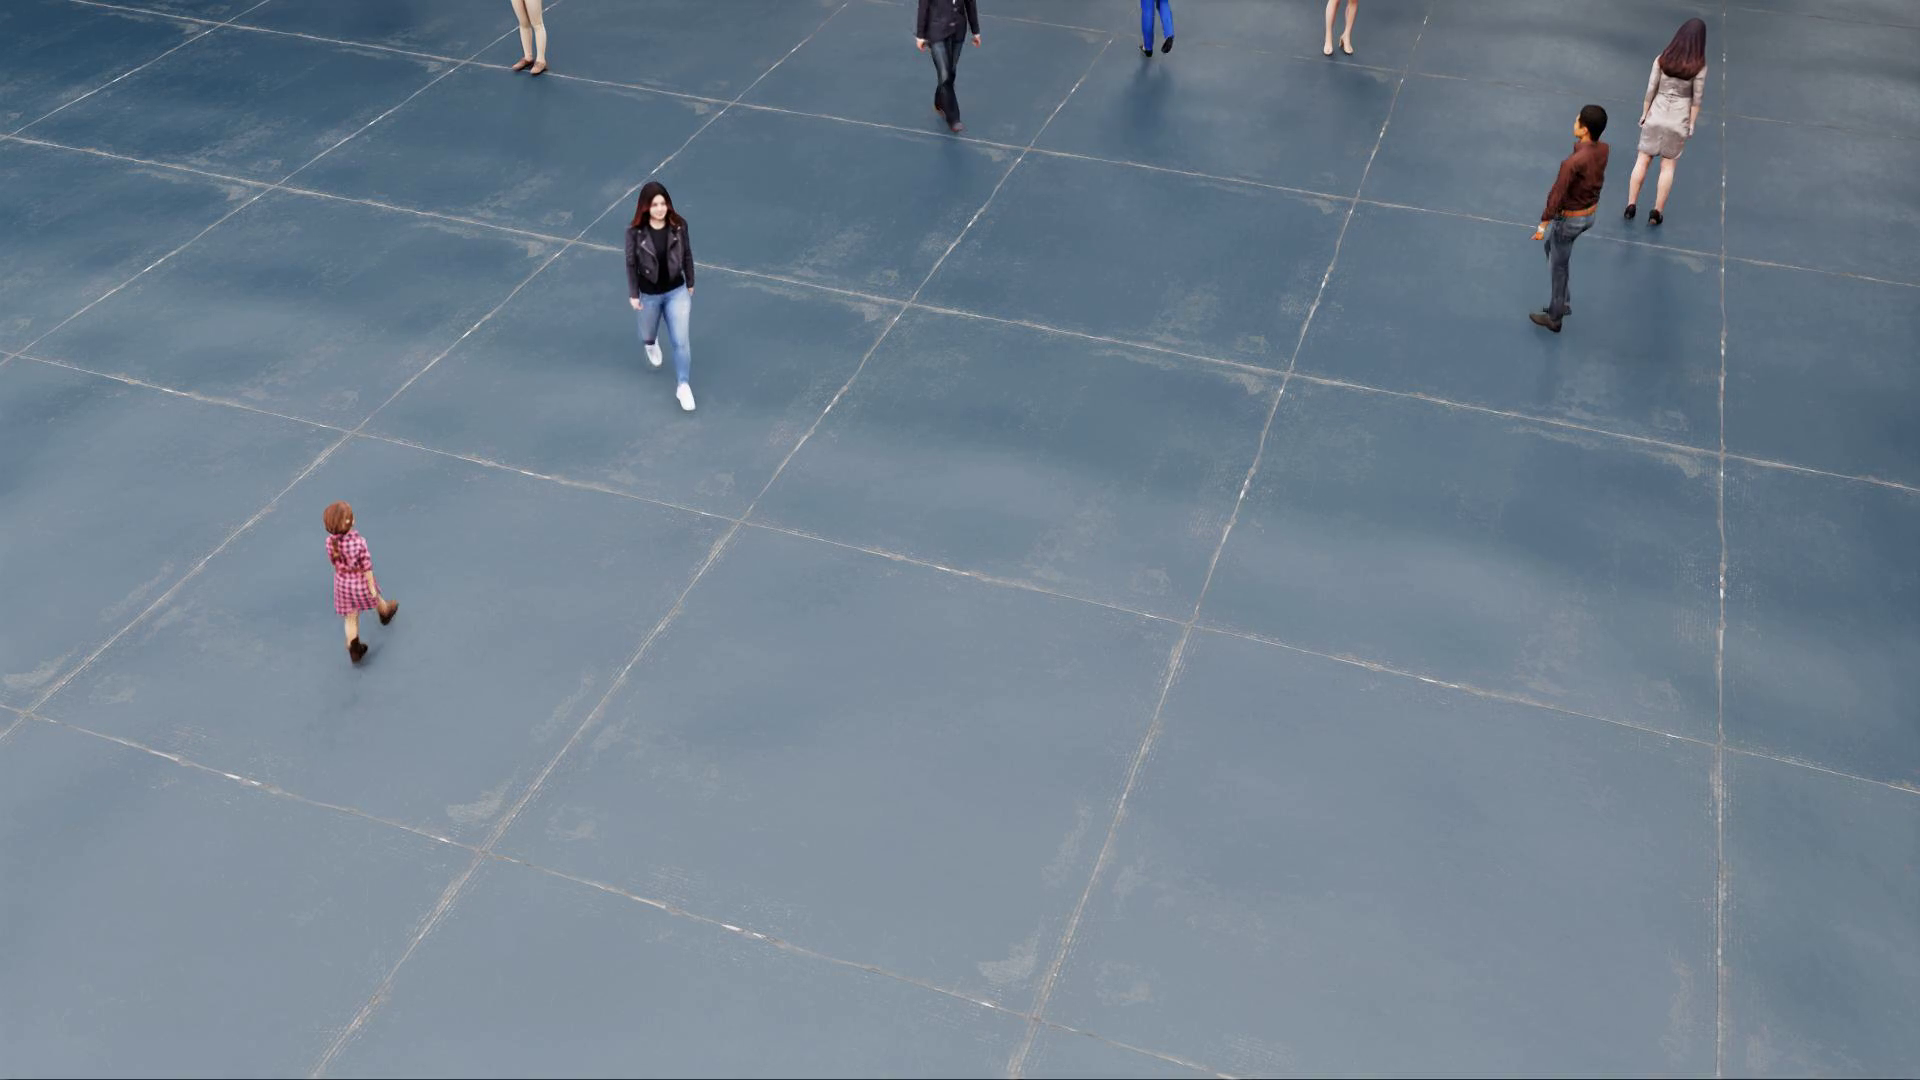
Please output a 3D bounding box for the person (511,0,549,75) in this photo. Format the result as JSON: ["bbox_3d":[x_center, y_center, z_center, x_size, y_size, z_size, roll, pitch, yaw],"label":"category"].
[{"bbox_3d":[-4.254,-5.438,16.267,0.643,1.654,0.572,13,40,16],"label":"person"}]

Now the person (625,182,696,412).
[{"bbox_3d":[-2.103,-1.739,11.574,1.002,1.612,1.109,-13,40,-16],"label":"person"}]

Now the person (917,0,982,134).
[{"bbox_3d":[-0.148,-4.686,15.199,1.126,1.786,1.182,-17,41,-20],"label":"person"}]

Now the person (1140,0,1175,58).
[{"bbox_3d":[1.970,-5.558,16.393,0.827,1.688,0.896,-11,39,-13],"label":"person"}]

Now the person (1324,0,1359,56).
[{"bbox_3d":[3.890,-5.721,16.532,0.753,1.774,0.774,-3,38,-4],"label":"person"}]

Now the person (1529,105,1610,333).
[{"bbox_3d":[4.551,-2.302,12.166,0.723,1.769,0.843,-27,46,-30],"label":"person"}]

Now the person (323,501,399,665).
[{"bbox_3d":[-3.488,0.257,9.520,0.542,0.999,0.786,3,38,4],"label":"person"}]

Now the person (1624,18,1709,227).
[{"bbox_3d":[5.778,-3.404,13.592,0.632,1.747,0.584,22,43,26],"label":"person"}]
